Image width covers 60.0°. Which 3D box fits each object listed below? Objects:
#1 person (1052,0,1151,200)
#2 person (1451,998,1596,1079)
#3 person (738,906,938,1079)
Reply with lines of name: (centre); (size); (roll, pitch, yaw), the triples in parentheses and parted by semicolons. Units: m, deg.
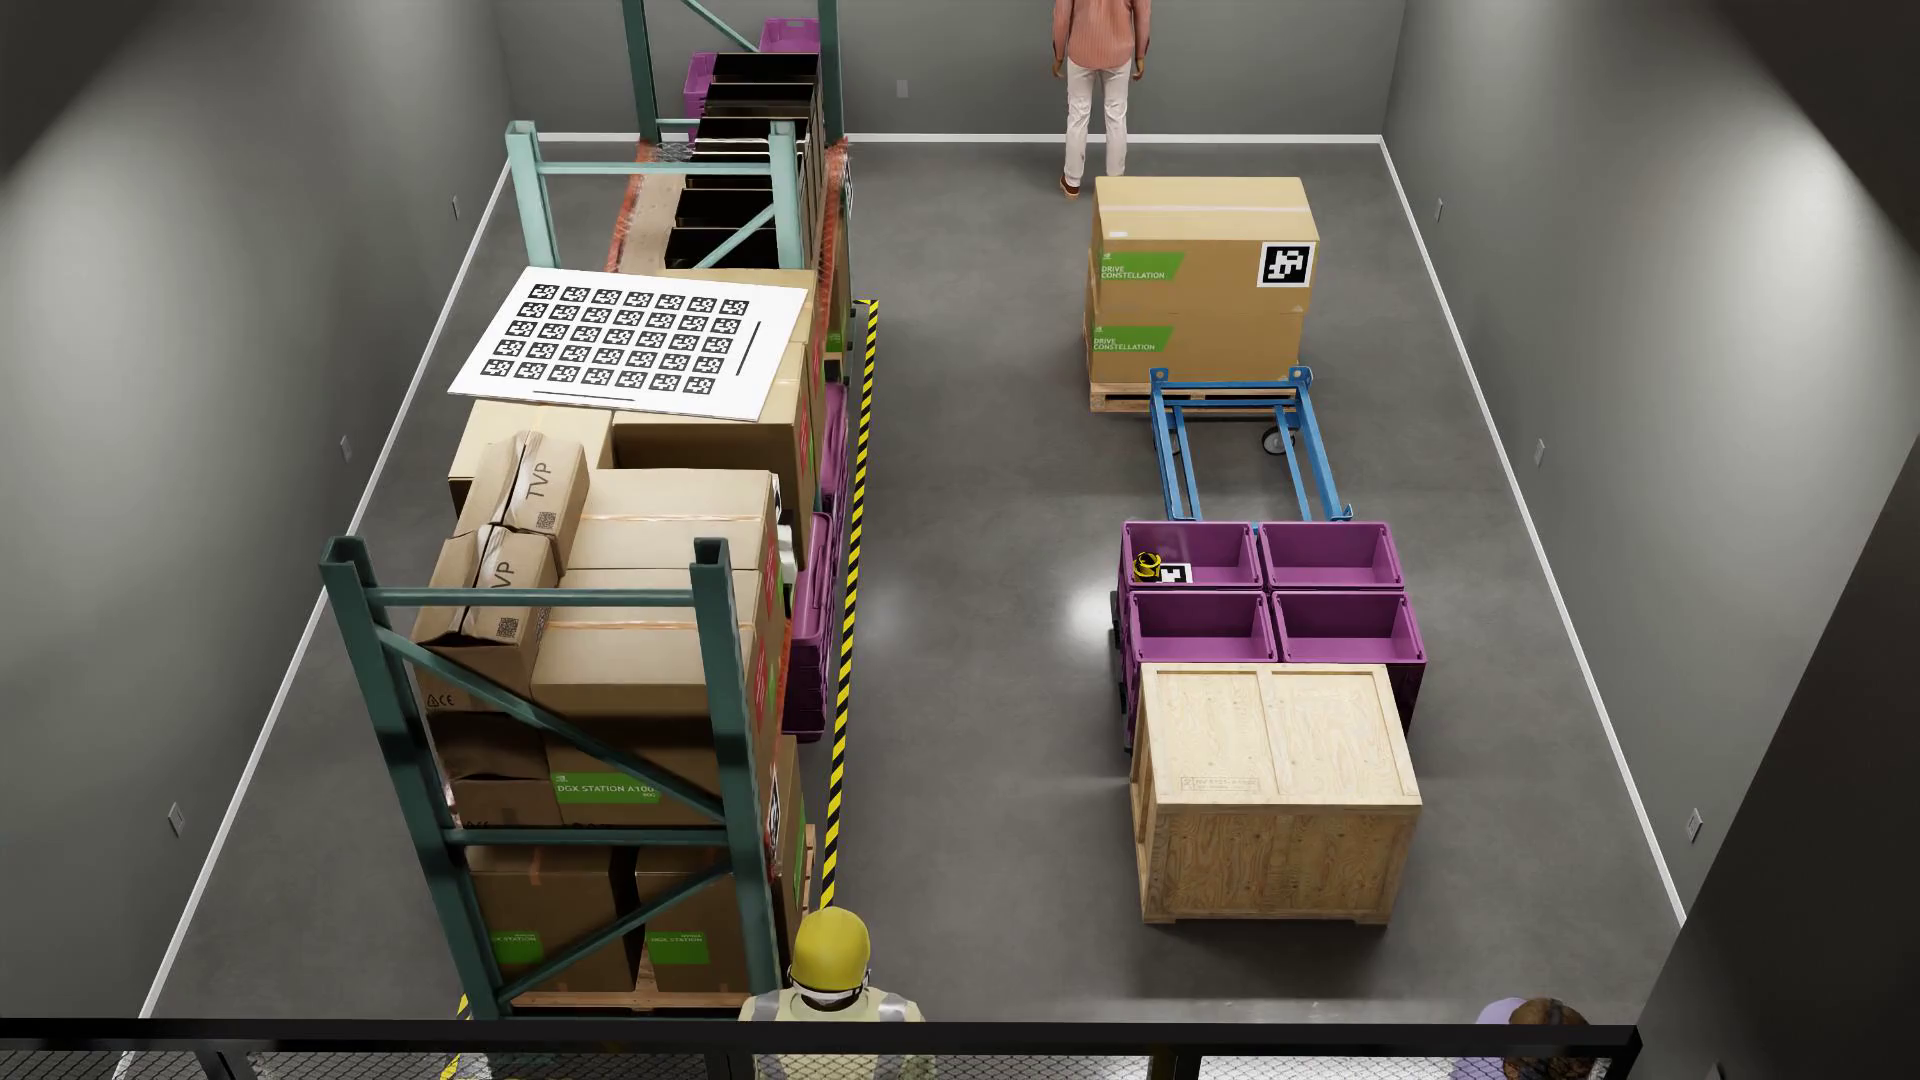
person: (0.893, -3.117, 10.626); (0.622, 1.994, 0.381); (0, 41, 0)
person: (1.527, 1.940, 4.902); (0.372, 1.940, 0.630); (11, 42, 12)
person: (-0.365, 1.750, 5.197); (0.600, 1.832, 0.404); (0, 41, 0)
